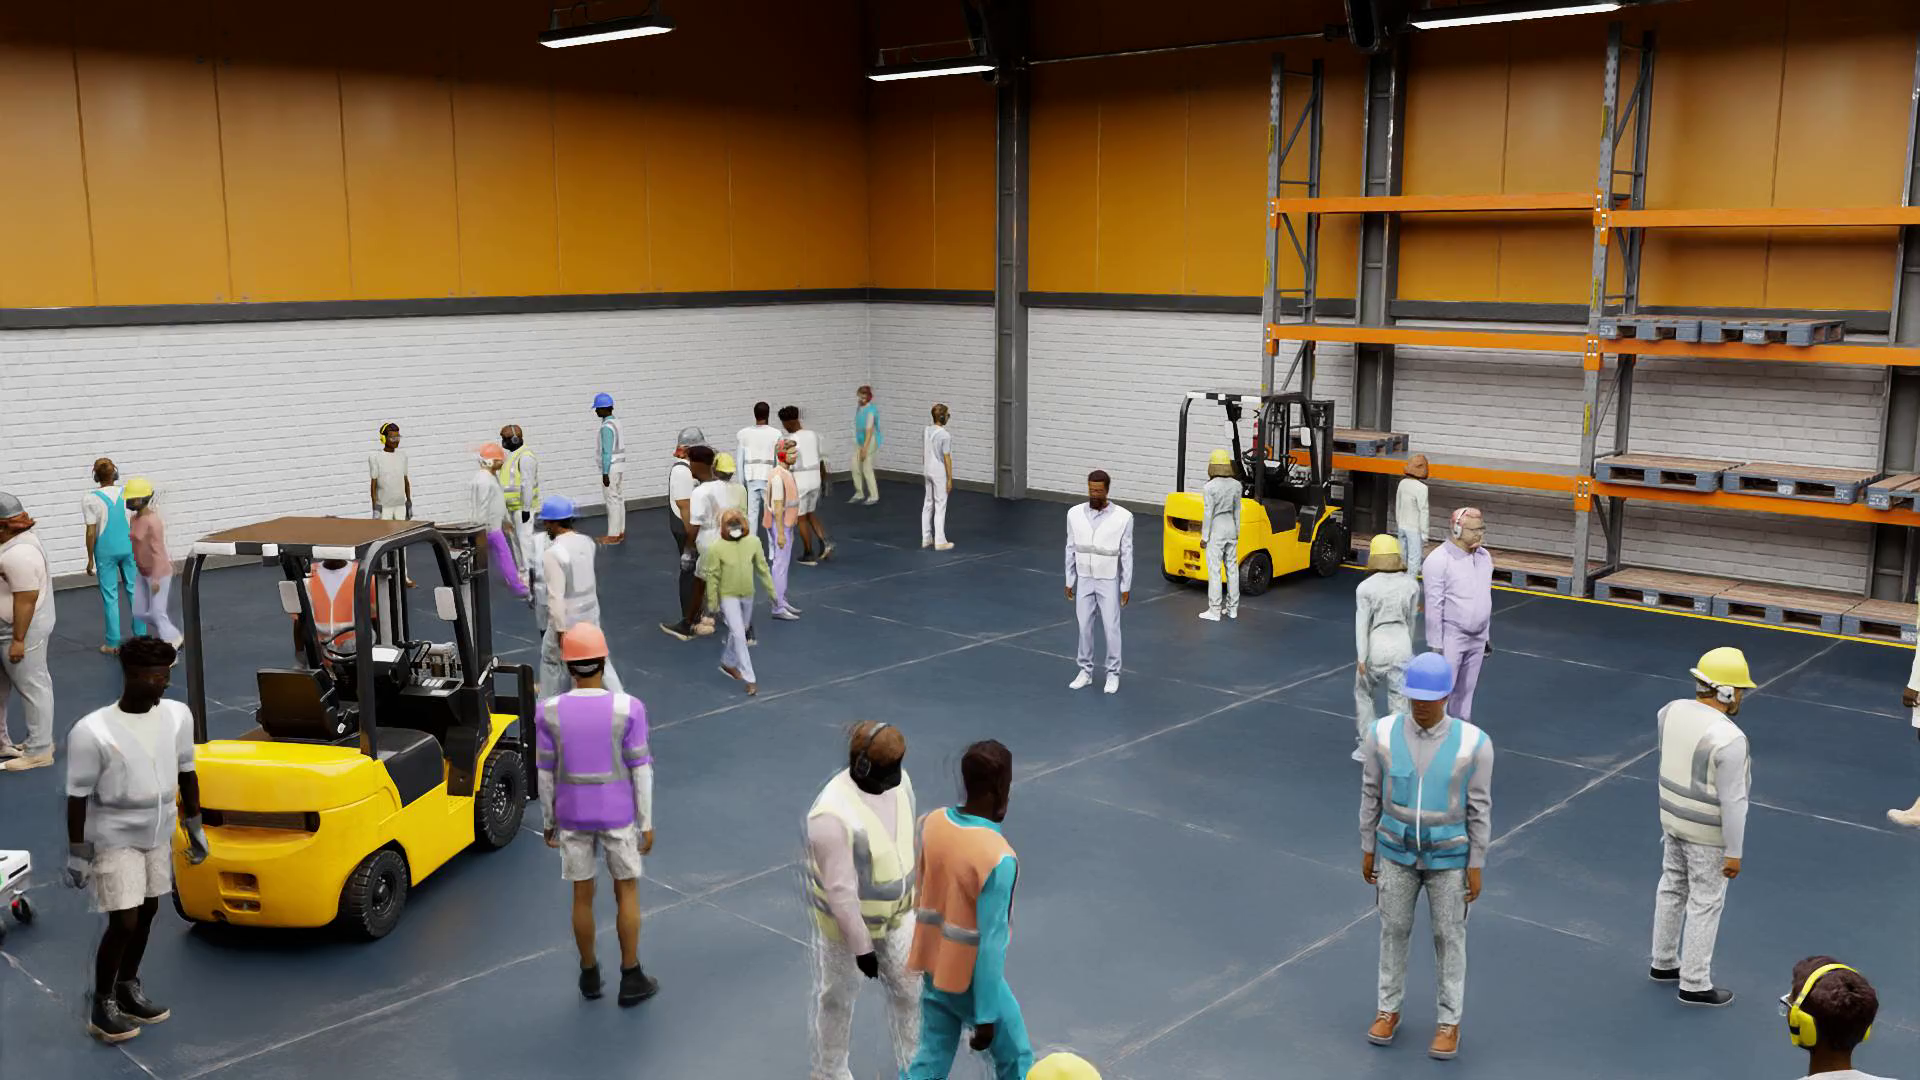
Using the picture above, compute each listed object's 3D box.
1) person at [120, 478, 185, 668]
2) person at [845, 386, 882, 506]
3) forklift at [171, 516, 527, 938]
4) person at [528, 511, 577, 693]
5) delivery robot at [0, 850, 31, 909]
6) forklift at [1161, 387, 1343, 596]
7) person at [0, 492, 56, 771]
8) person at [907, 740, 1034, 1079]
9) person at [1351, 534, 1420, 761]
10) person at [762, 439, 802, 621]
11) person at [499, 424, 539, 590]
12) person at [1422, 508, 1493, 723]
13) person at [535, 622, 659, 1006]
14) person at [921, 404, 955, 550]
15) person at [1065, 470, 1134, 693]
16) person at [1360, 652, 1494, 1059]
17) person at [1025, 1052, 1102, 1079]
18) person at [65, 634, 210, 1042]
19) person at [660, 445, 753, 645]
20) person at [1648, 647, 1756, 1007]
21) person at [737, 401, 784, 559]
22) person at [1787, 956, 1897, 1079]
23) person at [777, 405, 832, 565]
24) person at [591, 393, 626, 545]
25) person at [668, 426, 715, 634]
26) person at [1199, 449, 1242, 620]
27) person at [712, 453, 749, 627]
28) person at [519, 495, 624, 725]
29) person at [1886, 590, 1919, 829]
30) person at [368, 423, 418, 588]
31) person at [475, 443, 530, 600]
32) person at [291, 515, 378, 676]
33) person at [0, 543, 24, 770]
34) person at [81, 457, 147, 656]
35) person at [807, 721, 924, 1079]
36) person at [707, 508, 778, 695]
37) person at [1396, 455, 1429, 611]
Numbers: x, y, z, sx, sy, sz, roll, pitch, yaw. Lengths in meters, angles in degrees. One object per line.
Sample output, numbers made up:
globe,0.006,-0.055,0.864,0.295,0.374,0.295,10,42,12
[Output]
person,-7.202,0.305,14.837,0.534,1.756,0.448,8,13,38
person,-1.398,-1.365,24.209,0.558,1.789,0.664,-4,11,-23
forklift,-3.583,0.976,9.748,1.214,2.155,2.313,2,10,11
person,-3.409,0.509,13.917,0.643,1.669,0.319,4,11,23
delivery robot,-5.530,1.852,9.163,0.707,0.478,0.477,0,10,1
forklift,3.298,-0.608,18.767,1.214,2.155,2.313,9,13,42
person,-6.876,0.643,12.084,0.536,2.000,0.672,-4,11,-24
person,0.122,1.699,6.572,0.932,1.868,0.589,-7,12,-35
person,3.076,0.815,12.043,0.492,1.716,0.580,-1,10,-4
person,-1.814,-0.115,16.951,0.391,1.846,0.564,0,10,2
person,-4.908,-0.374,18.486,0.429,1.830,0.640,-7,12,-34
person,3.645,0.708,12.099,0.643,1.907,0.410,-7,12,-33
person,-1.805,1.373,8.302,0.604,1.924,0.435,0,10,-2
person,-0.274,-0.785,20.811,0.353,1.842,0.508,-9,13,-41
person,1.184,0.341,14.178,0.593,1.911,0.383,4,11,23
person,2.160,1.456,7.760,0.602,1.938,0.430,5,11,26
person,0.282,2.150,4.229,0.616,1.782,0.925,-3,10,-17
person,-3.977,1.411,8.017,0.448,1.936,0.651,5,11,25
person,-2.415,0.057,15.790,0.976,1.919,0.620,2,10,10
person,3.704,1.422,8.289,0.403,1.819,0.601,-2,10,-12
person,-2.404,-0.712,20.195,0.606,1.916,0.415,2,10,10
person,2.337,2.053,4.582,0.511,1.862,0.324,-2,10,-10
person,-1.872,-0.643,19.740,0.488,1.929,0.676,9,13,41
person,-4.470,-0.906,21.203,0.416,1.939,0.604,0,10,0
person,-2.582,-0.108,16.362,0.538,2.000,0.684,-1,10,-6
person,2.637,-0.057,16.918,0.492,1.741,0.318,-6,12,-31
person,-2.396,-0.027,16.739,0.531,1.741,0.677,-6,12,-31
person,-2.961,0.591,12.826,1.027,1.901,0.614,5,11,26
person,6.360,0.868,10.785,0.607,2.048,0.370,-5,11,-26
person,-6.262,-0.365,18.354,0.329,1.861,0.510,7,12,36
person,-4.985,-0.185,17.776,0.895,1.707,0.568,-1,10,-8
person,-4.278,0.790,11.461,0.613,1.962,0.364,-1,10,-8
person,-7.002,0.778,12.096,0.327,1.767,0.533,-1,10,-4
person,-7.851,0.153,15.441,0.348,1.842,0.506,9,13,42
person,-0.334,1.637,7.087,0.787,1.804,0.645,8,13,38
person,-1.897,0.487,14.244,0.566,1.592,0.811,-7,12,-36
person,4.725,-0.079,17.353,0.266,1.632,0.506,-3,10,-17
